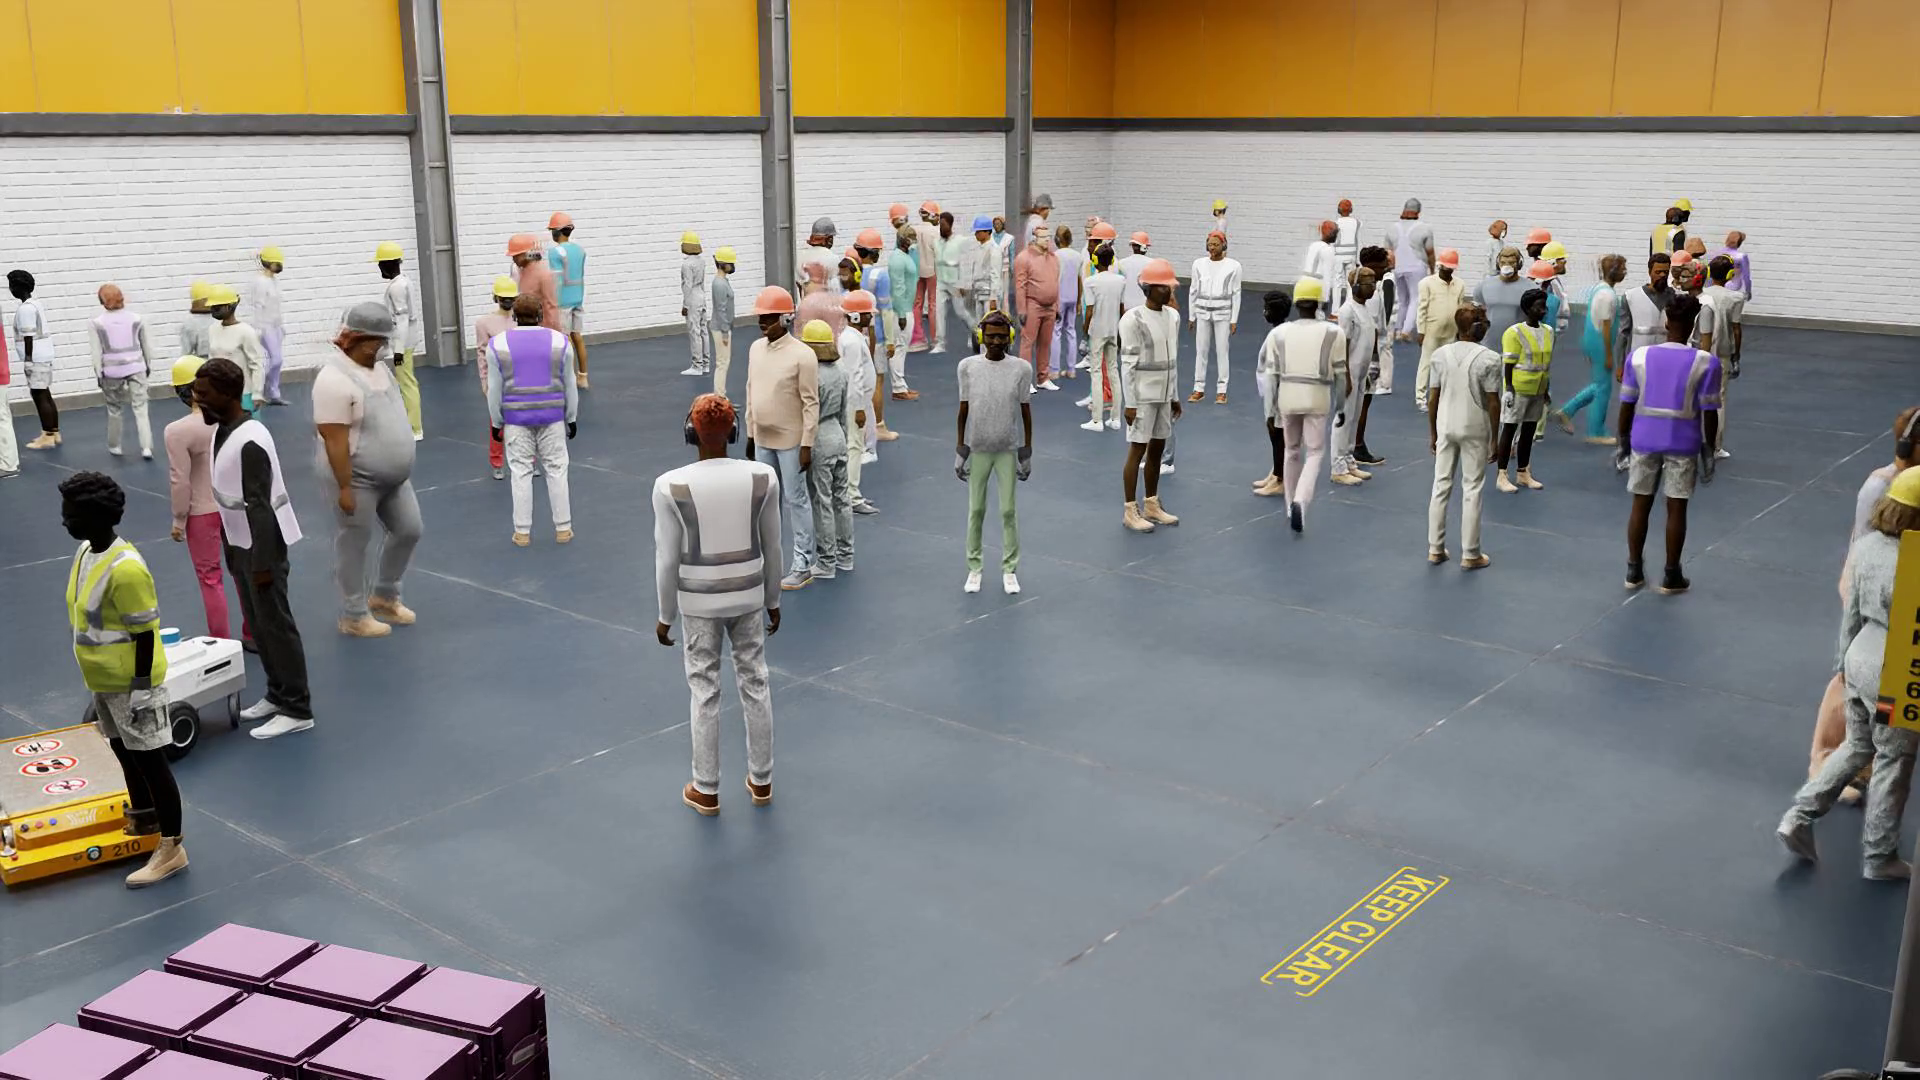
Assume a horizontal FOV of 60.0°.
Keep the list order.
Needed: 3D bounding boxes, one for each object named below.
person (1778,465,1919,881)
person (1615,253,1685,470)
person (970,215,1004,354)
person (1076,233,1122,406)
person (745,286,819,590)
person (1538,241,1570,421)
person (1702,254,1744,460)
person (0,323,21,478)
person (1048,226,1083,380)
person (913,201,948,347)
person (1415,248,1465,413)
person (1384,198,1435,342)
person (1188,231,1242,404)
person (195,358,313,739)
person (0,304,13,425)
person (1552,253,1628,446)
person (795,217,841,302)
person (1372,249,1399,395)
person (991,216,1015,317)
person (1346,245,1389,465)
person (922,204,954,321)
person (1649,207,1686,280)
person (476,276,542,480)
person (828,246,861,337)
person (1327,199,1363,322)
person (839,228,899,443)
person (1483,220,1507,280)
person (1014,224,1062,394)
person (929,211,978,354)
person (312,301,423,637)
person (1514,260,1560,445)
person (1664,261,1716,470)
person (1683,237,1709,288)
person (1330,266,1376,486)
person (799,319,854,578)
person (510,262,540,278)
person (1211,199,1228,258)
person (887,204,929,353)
[{"bbox_3d":[3.687,0.541,6.644,0.483,1.734,0.506,-1,14,-4],"label":"person"},{"bbox_3d":[6.099,-1.579,14.732,0.597,1.918,0.383,0,14,-1],"label":"person"},{"bbox_3d":[0.315,-2.967,20.236,0.417,1.940,0.607,-6,15,-23],"label":"person"},{"bbox_3d":[1.526,-2.356,17.842,0.371,1.914,0.597,-8,16,-28],"label":"person"},{"bbox_3d":[-1.191,-0.669,10.936,0.611,1.996,0.378,11,18,38],"label":"person"},{"bbox_3d":[6.089,-2.160,17.218,0.403,1.837,0.586,6,15,23],"label":"person"},{"bbox_3d":[6.867,-1.665,15.176,0.508,1.872,0.329,11,18,38],"label":"person"},{"bbox_3d":[-8.423,-1.405,14.399,0.354,1.741,0.568,-8,16,-30],"label":"person"},{"bbox_3d":[1.231,-2.827,19.893,0.511,1.837,0.351,-8,16,-30],"label":"person"},{"bbox_3d":[-0.445,-3.666,22.941,0.612,1.983,0.407,9,17,33],"label":"person"},{"bbox_3d":[5.111,-2.225,17.667,0.560,1.742,0.339,-4,15,-17],"label":"person"},{"bbox_3d":[6.313,-3.806,23.384,0.695,2.000,0.736,12,19,40],"label":"person"},{"bbox_3d":[2.777,-2.435,18.227,0.575,1.882,0.355,6,15,22],"label":"person"},{"bbox_3d":[-3.516,0.036,8.309,0.406,1.908,0.589,-10,17,-33],"label":"person"},{"bbox_3d":[-9.572,-1.812,16.250,0.508,1.629,0.317,-2,14,-8],"label":"person"},{"bbox_3d":[6.046,-1.802,15.804,0.531,1.833,0.523,3,14,12],"label":"person"},{"bbox_3d":[-1.442,-2.493,18.138,0.684,2.000,0.538,14,19,43],"label":"person"},{"bbox_3d":[4.791,-2.461,18.817,0.315,1.641,0.514,2,14,6],"label":"person"},{"bbox_3d":[0.585,-4.133,25.501,0.512,1.642,0.311,2,14,9],"label":"person"},{"bbox_3d":[3.646,-1.665,14.979,0.367,1.965,0.604,-1,14,-6],"label":"person"},{"bbox_3d":[-0.381,-4.313,25.847,0.604,1.822,0.403,3,14,11],"label":"person"},{"bbox_3d":[10.327,-3.924,24.264,0.429,1.840,0.632,-4,15,-16],"label":"person"},{"bbox_3d":[-3.867,-1.389,14.308,0.522,1.758,0.349,-7,16,-26],"label":"person"},{"bbox_3d":[-1.127,-2.271,17.830,0.573,1.749,0.332,4,14,14],"label":"person"},{"bbox_3d":[5.943,-4.329,25.788,0.585,1.882,0.337,-3,14,-12],"label":"person"},{"bbox_3d":[-0.867,-1.961,16.004,0.605,2.045,0.379,11,18,36],"label":"person"},{"bbox_3d":[7.911,-3.918,24.657,0.280,1.633,0.498,13,19,42],"label":"person"},{"bbox_3d":[0.916,-2.638,18.985,0.638,1.910,0.407,-12,18,-40],"label":"person"},{"bbox_3d":[-0.073,-3.473,22.390,0.599,1.893,0.859,10,17,36],"label":"person"},{"bbox_3d":[-3.502,-0.416,9.835,0.540,2.000,0.732,3,14,11],"label":"person"},{"bbox_3d":[5.483,-1.785,15.878,0.318,1.756,0.563,11,18,37],"label":"person"},{"bbox_3d":[6.444,-1.532,14.691,0.376,1.844,0.573,1,14,3],"label":"person"},{"bbox_3d":[9.149,-2.965,20.849,0.509,1.631,0.268,-9,17,-33],"label":"person"},{"bbox_3d":[3.360,-1.395,14.145,0.345,1.847,0.504,8,16,30],"label":"person"},{"bbox_3d":[-0.934,-0.613,11.228,0.322,1.742,0.493,8,16,30],"label":"person"},{"bbox_3d":[-5.273,-2.841,20.341,0.523,1.638,0.310,8,16,30],"label":"person"},{"bbox_3d":[4.395,-4.888,28.265,0.308,1.769,0.525,2,14,9],"label":"person"},{"bbox_3d":[-0.685,-3.508,22.342,0.580,1.967,0.769,0,14,-1],"label":"person"}]
